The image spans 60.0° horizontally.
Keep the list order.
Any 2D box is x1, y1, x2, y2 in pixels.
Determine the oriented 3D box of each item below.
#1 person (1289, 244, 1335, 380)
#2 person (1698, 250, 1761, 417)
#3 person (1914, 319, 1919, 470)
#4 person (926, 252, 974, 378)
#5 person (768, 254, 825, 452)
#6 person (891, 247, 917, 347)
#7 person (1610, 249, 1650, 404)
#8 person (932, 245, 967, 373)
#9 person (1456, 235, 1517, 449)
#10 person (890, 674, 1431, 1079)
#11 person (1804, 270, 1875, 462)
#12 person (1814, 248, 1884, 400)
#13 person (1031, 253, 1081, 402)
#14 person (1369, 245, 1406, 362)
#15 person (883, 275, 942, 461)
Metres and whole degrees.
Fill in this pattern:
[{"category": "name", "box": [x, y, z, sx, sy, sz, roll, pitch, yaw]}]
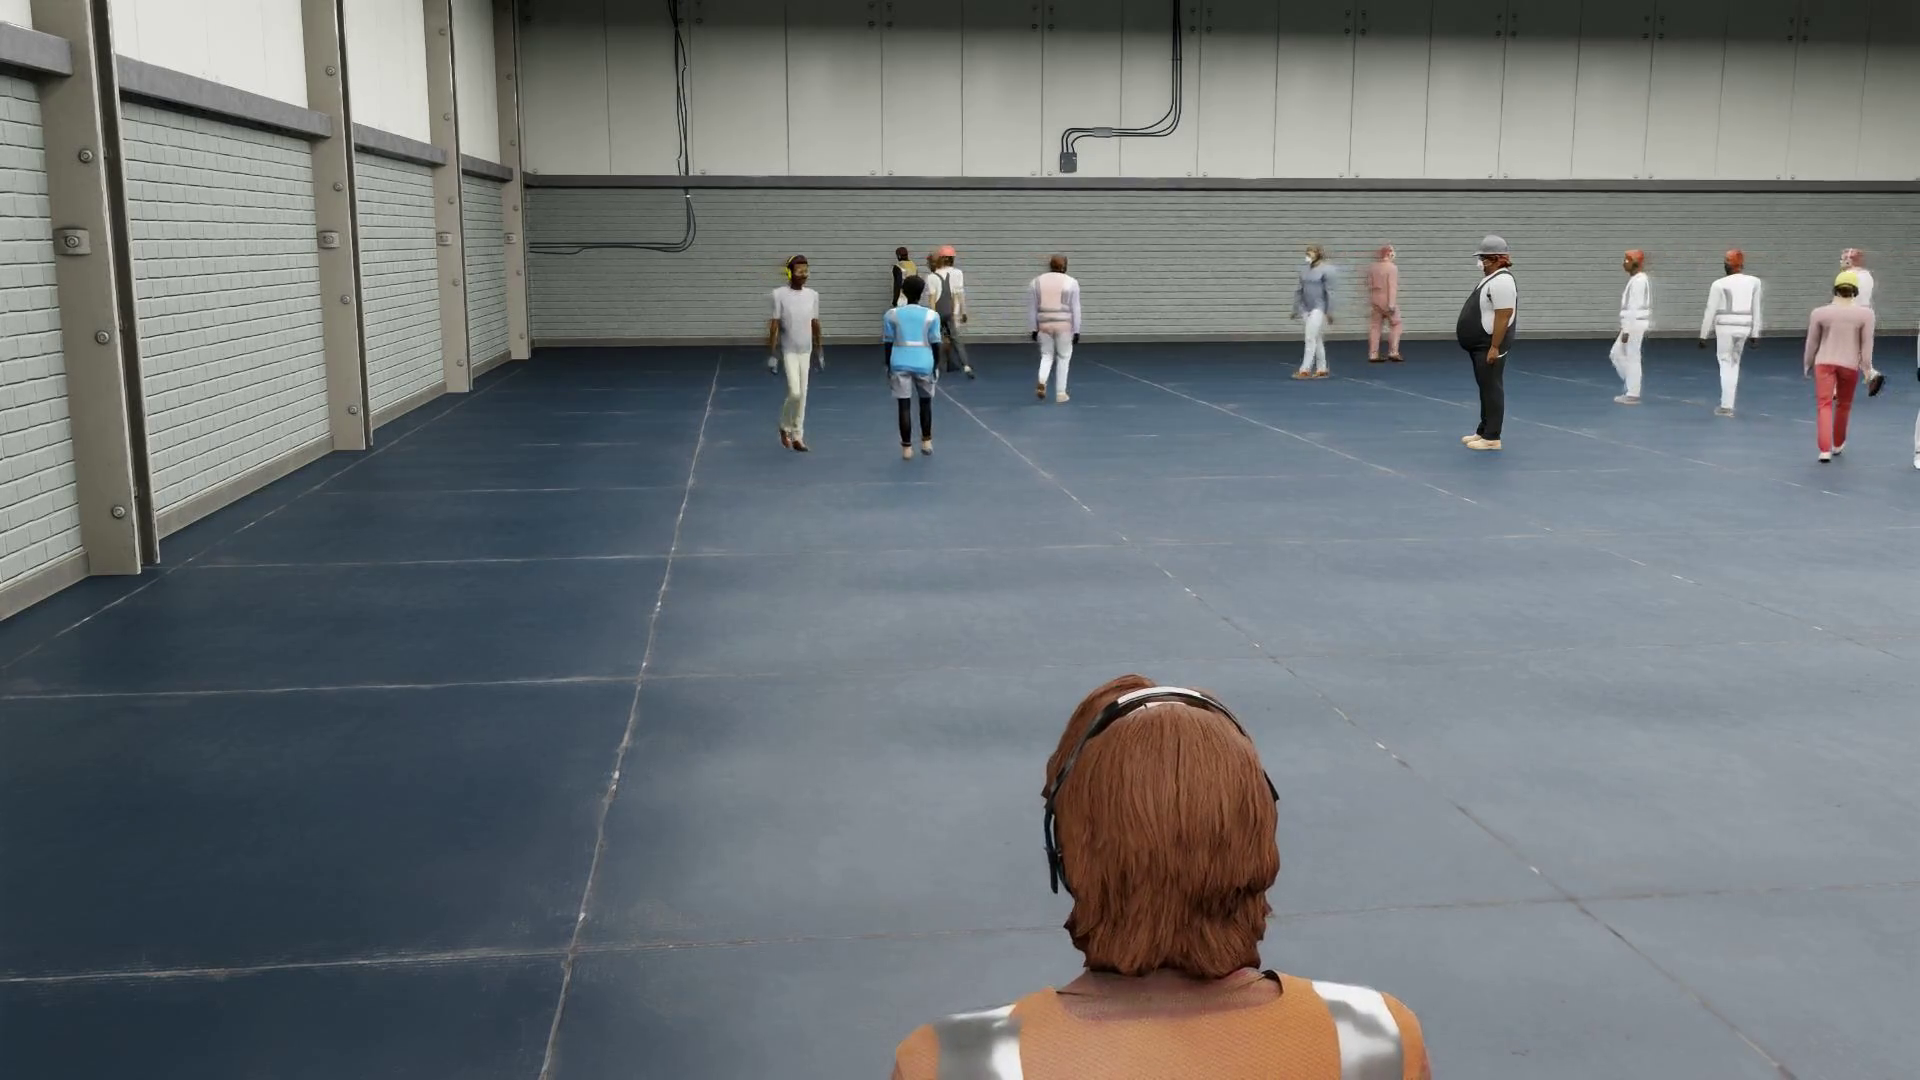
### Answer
[{"category": "person", "box": [4.933, -3.219, 23.583, 0.884, 1.902, 0.629, -5, 12, -26]}, {"category": "person", "box": [8.667, -2.343, 18.865, 0.613, 1.871, 0.649, -1, 10, -8]}, {"category": "person", "box": [8.617, -1.558, 14.426, 0.590, 1.926, 0.388, 1, 10, 3]}, {"category": "person", "box": [-0.190, -3.200, 23.793, 0.540, 1.816, 0.836, -9, 13, -40]}, {"category": "person", "box": [-1.517, -1.742, 15.617, 0.556, 1.855, 0.384, -8, 13, -38]}, {"category": "person", "box": [-1.040, -4.434, 30.446, 0.430, 1.838, 0.624, 7, 12, 33]}, {"category": "person", "box": [8.104, -2.576, 20.159, 0.453, 1.868, 0.615, 4, 11, 21]}, {"category": "person", "box": [-0.229, -3.426, 24.721, 0.548, 1.911, 0.805, 8, 13, 37]}, {"category": "person", "box": [5.033, -1.893, 15.947, 0.538, 2.000, 0.690, 2, 11, 11]}, {"category": "person", "box": [0.177, 0.936, 1.543, 0.523, 1.638, 0.310, -2, 11, -10]}, {"category": "person", "box": [7.981, -1.584, 15.130, 0.538, 1.712, 0.899, 5, 12, 26]}, {"category": "person", "box": [11.040, -2.657, 20.552, 0.649, 1.885, 0.649, -7, 12, -33]}, {"category": "person", "box": [1.173, -2.587, 20.342, 0.643, 1.823, 0.491, 5, 11, 24]}, {"category": "person", "box": [6.944, -3.810, 26.873, 0.719, 1.880, 0.687, -4, 11, -21]}, {"category": "person", "box": [-0.440, -1.585, 15.299, 0.539, 1.667, 0.785, 0, 10, -2]}]
